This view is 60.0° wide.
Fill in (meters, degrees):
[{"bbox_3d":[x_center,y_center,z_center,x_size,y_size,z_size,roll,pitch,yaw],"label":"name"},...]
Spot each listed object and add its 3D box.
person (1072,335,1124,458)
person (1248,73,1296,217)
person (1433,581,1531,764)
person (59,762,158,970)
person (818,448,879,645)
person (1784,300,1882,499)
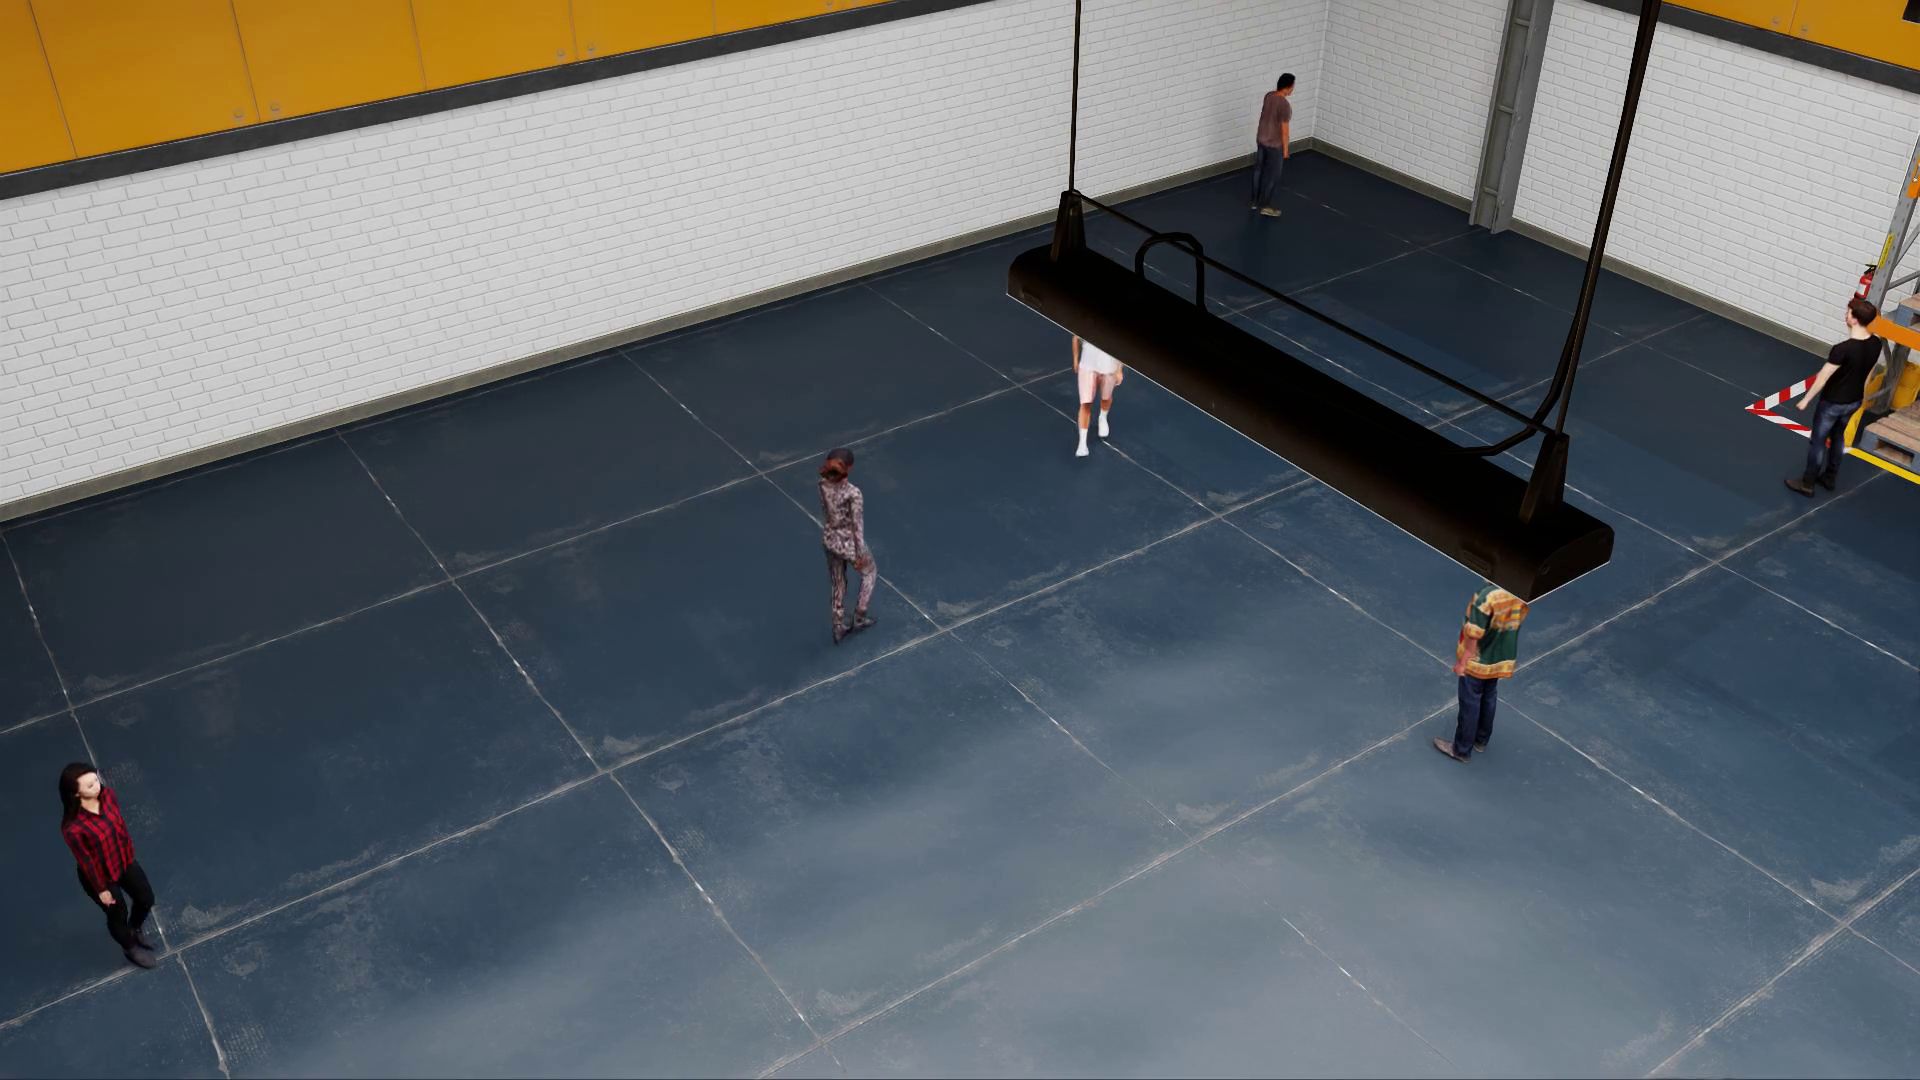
[{"bbox_3d":[1.319,-1.675,15.551,1.114,1.729,1.196,4,34,6],"label":"person"},{"bbox_3d":[3.748,-4.875,20.344,0.502,1.753,0.833,28,43,35],"label":"person"},{"bbox_3d":[3.729,0.794,11.765,0.675,1.808,0.628,-21,39,-29],"label":"person"},{"bbox_3d":[-5.258,1.992,10.109,0.737,1.646,0.688,8,35,12],"label":"person"},{"bbox_3d":[-0.958,0.086,12.925,0.691,1.702,0.754,21,39,28],"label":"person"},{"bbox_3d":[7.809,-1.218,14.721,0.791,1.887,0.734,-10,35,-15],"label":"person"}]
